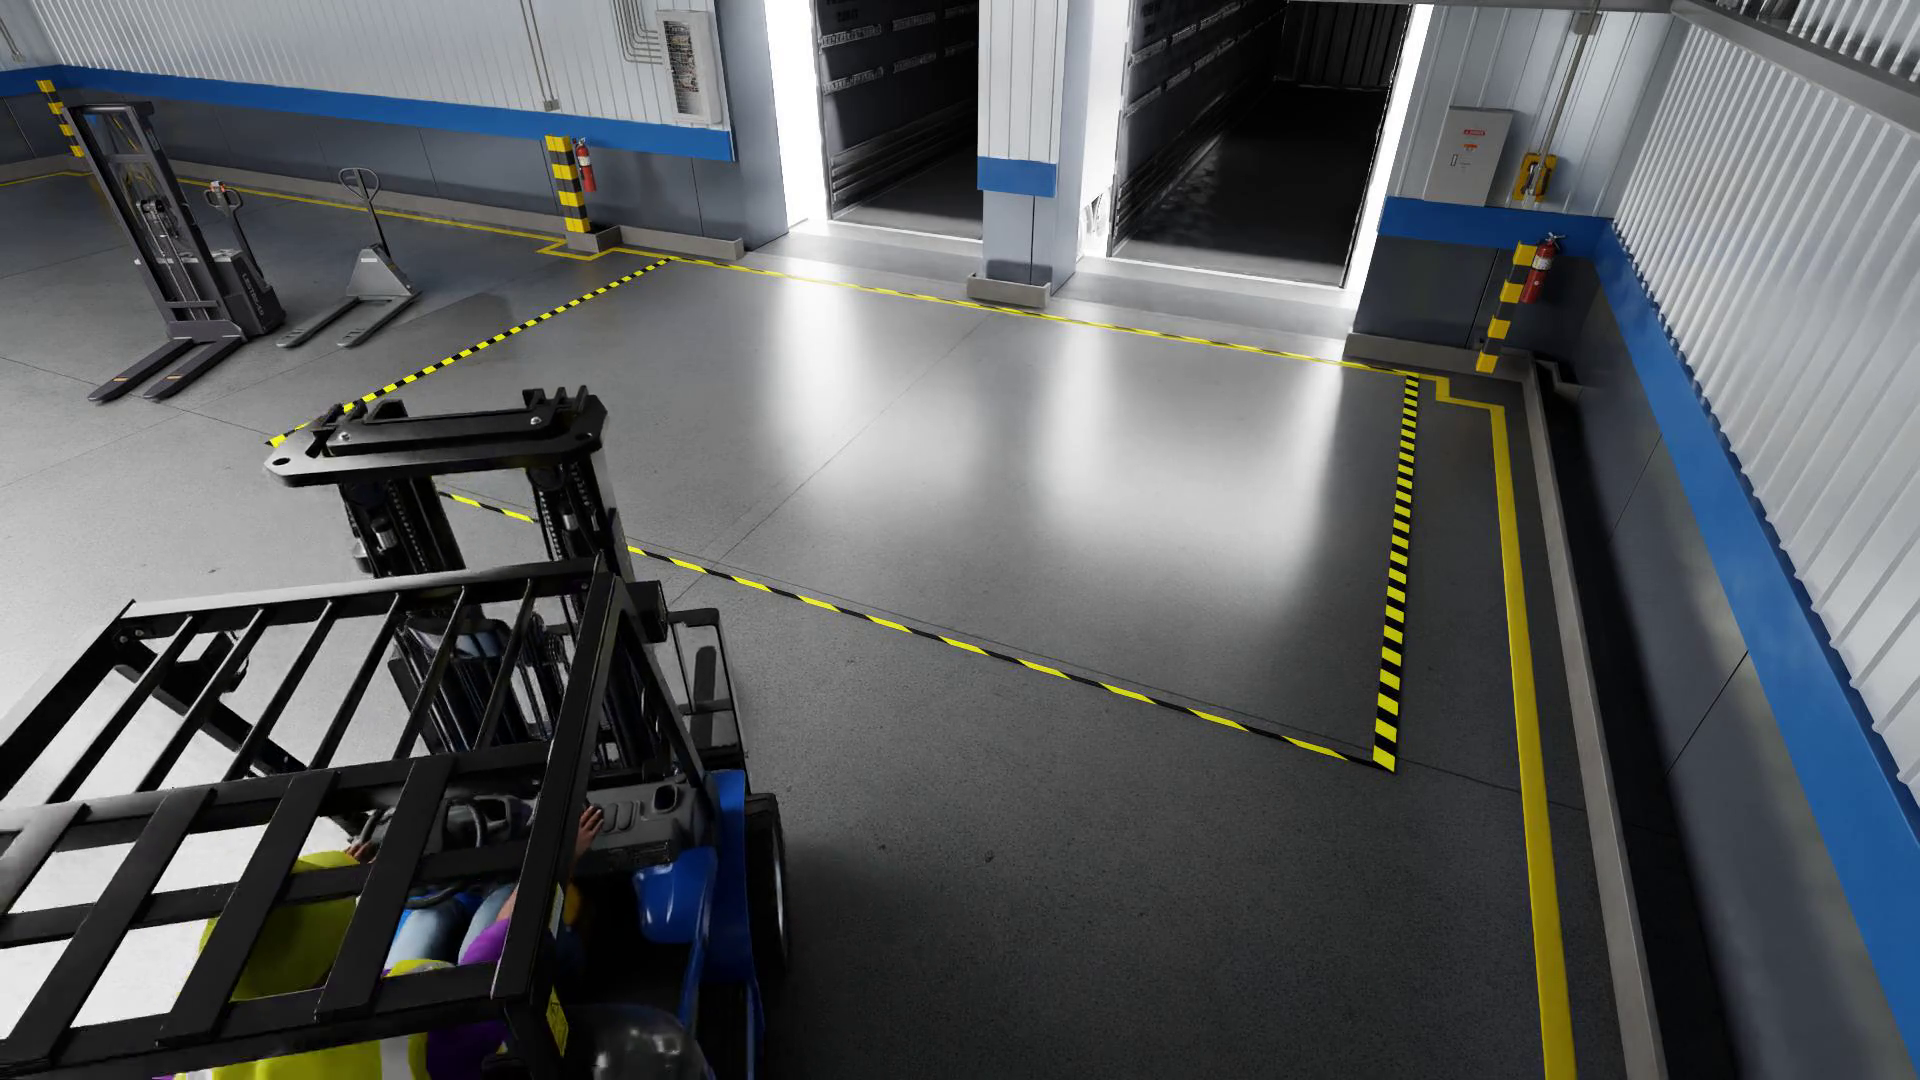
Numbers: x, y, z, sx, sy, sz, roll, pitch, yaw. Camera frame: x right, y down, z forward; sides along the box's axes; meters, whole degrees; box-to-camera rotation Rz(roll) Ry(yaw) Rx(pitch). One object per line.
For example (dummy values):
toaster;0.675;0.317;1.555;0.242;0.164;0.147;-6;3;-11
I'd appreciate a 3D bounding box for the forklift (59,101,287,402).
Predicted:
forklift;-6.686;-2.387;7.434;0.823;1.965;1.885;-3;35;-5

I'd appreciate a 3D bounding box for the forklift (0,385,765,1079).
forklift;-1.160;1.090;2.151;1.157;2.036;2.680;-6;35;-8

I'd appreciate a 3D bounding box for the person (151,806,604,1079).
person;-1.164;0.902;2.093;0.635;1.294;1.004;-6;35;-8

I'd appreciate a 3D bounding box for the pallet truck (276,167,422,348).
pallet truck;-5.732;-2.611;8.414;0.680;1.201;1.601;-1;35;-1
